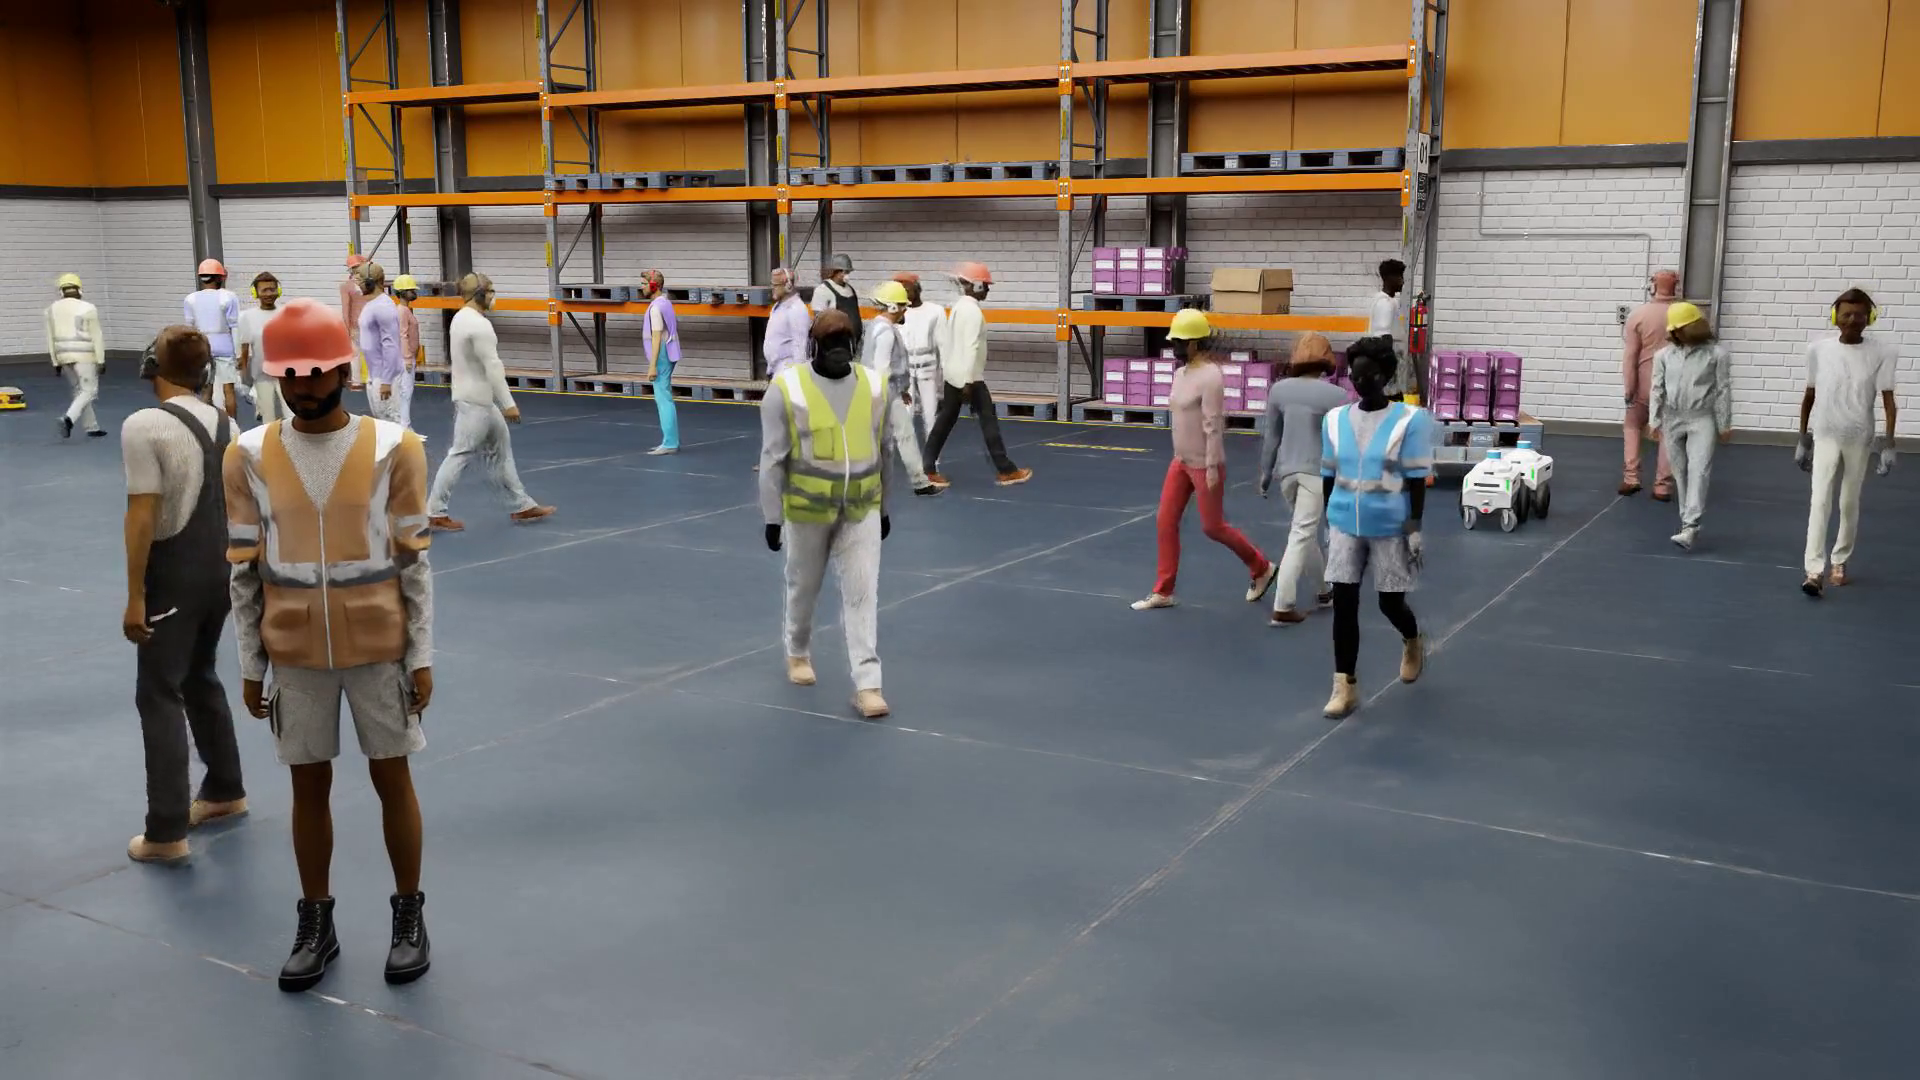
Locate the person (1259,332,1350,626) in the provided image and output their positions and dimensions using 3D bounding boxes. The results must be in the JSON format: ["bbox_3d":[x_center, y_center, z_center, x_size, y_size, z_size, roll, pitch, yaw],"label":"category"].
[{"bbox_3d":[1.987,-0.349,9.205,0.844,1.588,0.531,-9,14,-43],"label":"person"}]

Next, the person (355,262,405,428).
[{"bbox_3d":[-4.874,-1.365,14.023,0.375,1.936,0.628,-5,11,-28],"label":"person"}]

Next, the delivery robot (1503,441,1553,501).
[{"bbox_3d":[4.369,-0.526,12.913,0.477,0.478,0.707,6,12,30],"label":"delivery robot"}]

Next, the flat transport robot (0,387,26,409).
[{"bbox_3d":[-12.416,-1.820,21.307,0.652,0.197,1.431,-7,12,-33],"label":"flat transport robot"}]

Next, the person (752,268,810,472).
[{"bbox_3d":[-1.526,-1.568,15.339,0.774,1.876,0.648,-3,11,-18],"label":"person"}]

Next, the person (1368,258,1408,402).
[{"bbox_3d":[4.097,-1.742,16.110,0.480,1.950,0.614,3,10,16],"label":"person"}]

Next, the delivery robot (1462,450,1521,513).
[{"bbox_3d":[3.945,-0.422,12.324,0.477,0.478,0.707,5,11,24],"label":"delivery robot"}]

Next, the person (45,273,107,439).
[{"bbox_3d":[-9.410,-1.935,17.669,0.606,1.798,0.724,2,10,9],"label":"person"}]

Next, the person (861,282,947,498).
[{"bbox_3d":[-0.610,-1.212,13.592,0.914,1.783,0.578,-3,10,-15],"label":"person"}]

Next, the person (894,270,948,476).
[{"bbox_3d":[-0.370,-1.458,14.771,0.614,1.861,0.584,0,10,0],"label":"person"}]

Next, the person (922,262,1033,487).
[{"bbox_3d":[0.084,-1.411,14.319,1.047,1.929,0.620,-4,11,-22],"label":"person"}]

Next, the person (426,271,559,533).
[{"bbox_3d":[-3.498,-1.004,12.124,1.023,1.891,0.632,-5,11,-25],"label":"person"}]

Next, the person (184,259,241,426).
[{"bbox_3d":[-7.808,-1.971,17.456,0.548,1.934,0.374,-1,10,-6],"label":"person"}]

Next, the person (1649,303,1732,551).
[{"bbox_3d":[4.977,-0.773,11.394,0.511,1.679,0.879,8,13,39],"label":"person"}]

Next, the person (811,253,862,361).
[{"bbox_3d":[-1.524,-2.492,20.107,0.959,2.000,0.676,7,12,33],"label":"person"}]

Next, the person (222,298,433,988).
[{"bbox_3d":[-1.735,0.301,4.613,0.538,1.929,0.382,-2,10,-11],"label":"person"}]

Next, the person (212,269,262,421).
[{"bbox_3d":[-8.415,-2.231,19.153,0.721,1.864,0.580,2,10,10],"label":"person"}]

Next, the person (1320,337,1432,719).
[{"bbox_3d":[1.855,-0.069,7.402,0.539,1.678,0.648,8,12,37],"label":"person"}]

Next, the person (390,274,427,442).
[{"bbox_3d":[-5.850,-1.921,17.640,0.302,1.772,0.523,-3,10,-15],"label":"person"}]

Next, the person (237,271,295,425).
[{"bbox_3d":[-5.871,-1.357,14.210,0.535,1.850,0.475,-5,11,-26],"label":"person"}]

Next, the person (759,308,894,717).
[{"bbox_3d":[-0.600,-0.155,7.573,0.650,1.797,0.951,-4,11,-21],"label":"person"}]

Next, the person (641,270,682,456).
[{"bbox_3d":[-2.962,-1.762,16.555,0.384,1.839,0.564,-1,10,-3],"label":"person"}]

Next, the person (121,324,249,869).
[{"bbox_3d":[-2.671,0.169,5.717,0.366,1.803,0.595,2,10,10],"label":"person"}]

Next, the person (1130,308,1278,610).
[{"bbox_3d":[1.415,-0.452,9.438,0.797,1.730,0.524,-4,11,-20],"label":"person"}]

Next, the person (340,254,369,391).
[{"bbox_3d":[-8.441,-3.065,23.566,0.617,1.974,0.848,-9,14,-43],"label":"person"}]

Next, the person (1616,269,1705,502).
[{"bbox_3d":[5.711,-1.266,13.613,0.646,1.881,0.666,1,10,8],"label":"person"}]

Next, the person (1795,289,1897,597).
[{"bbox_3d":[5.262,-0.573,9.885,0.543,1.811,0.985,6,12,29],"label":"person"}]
